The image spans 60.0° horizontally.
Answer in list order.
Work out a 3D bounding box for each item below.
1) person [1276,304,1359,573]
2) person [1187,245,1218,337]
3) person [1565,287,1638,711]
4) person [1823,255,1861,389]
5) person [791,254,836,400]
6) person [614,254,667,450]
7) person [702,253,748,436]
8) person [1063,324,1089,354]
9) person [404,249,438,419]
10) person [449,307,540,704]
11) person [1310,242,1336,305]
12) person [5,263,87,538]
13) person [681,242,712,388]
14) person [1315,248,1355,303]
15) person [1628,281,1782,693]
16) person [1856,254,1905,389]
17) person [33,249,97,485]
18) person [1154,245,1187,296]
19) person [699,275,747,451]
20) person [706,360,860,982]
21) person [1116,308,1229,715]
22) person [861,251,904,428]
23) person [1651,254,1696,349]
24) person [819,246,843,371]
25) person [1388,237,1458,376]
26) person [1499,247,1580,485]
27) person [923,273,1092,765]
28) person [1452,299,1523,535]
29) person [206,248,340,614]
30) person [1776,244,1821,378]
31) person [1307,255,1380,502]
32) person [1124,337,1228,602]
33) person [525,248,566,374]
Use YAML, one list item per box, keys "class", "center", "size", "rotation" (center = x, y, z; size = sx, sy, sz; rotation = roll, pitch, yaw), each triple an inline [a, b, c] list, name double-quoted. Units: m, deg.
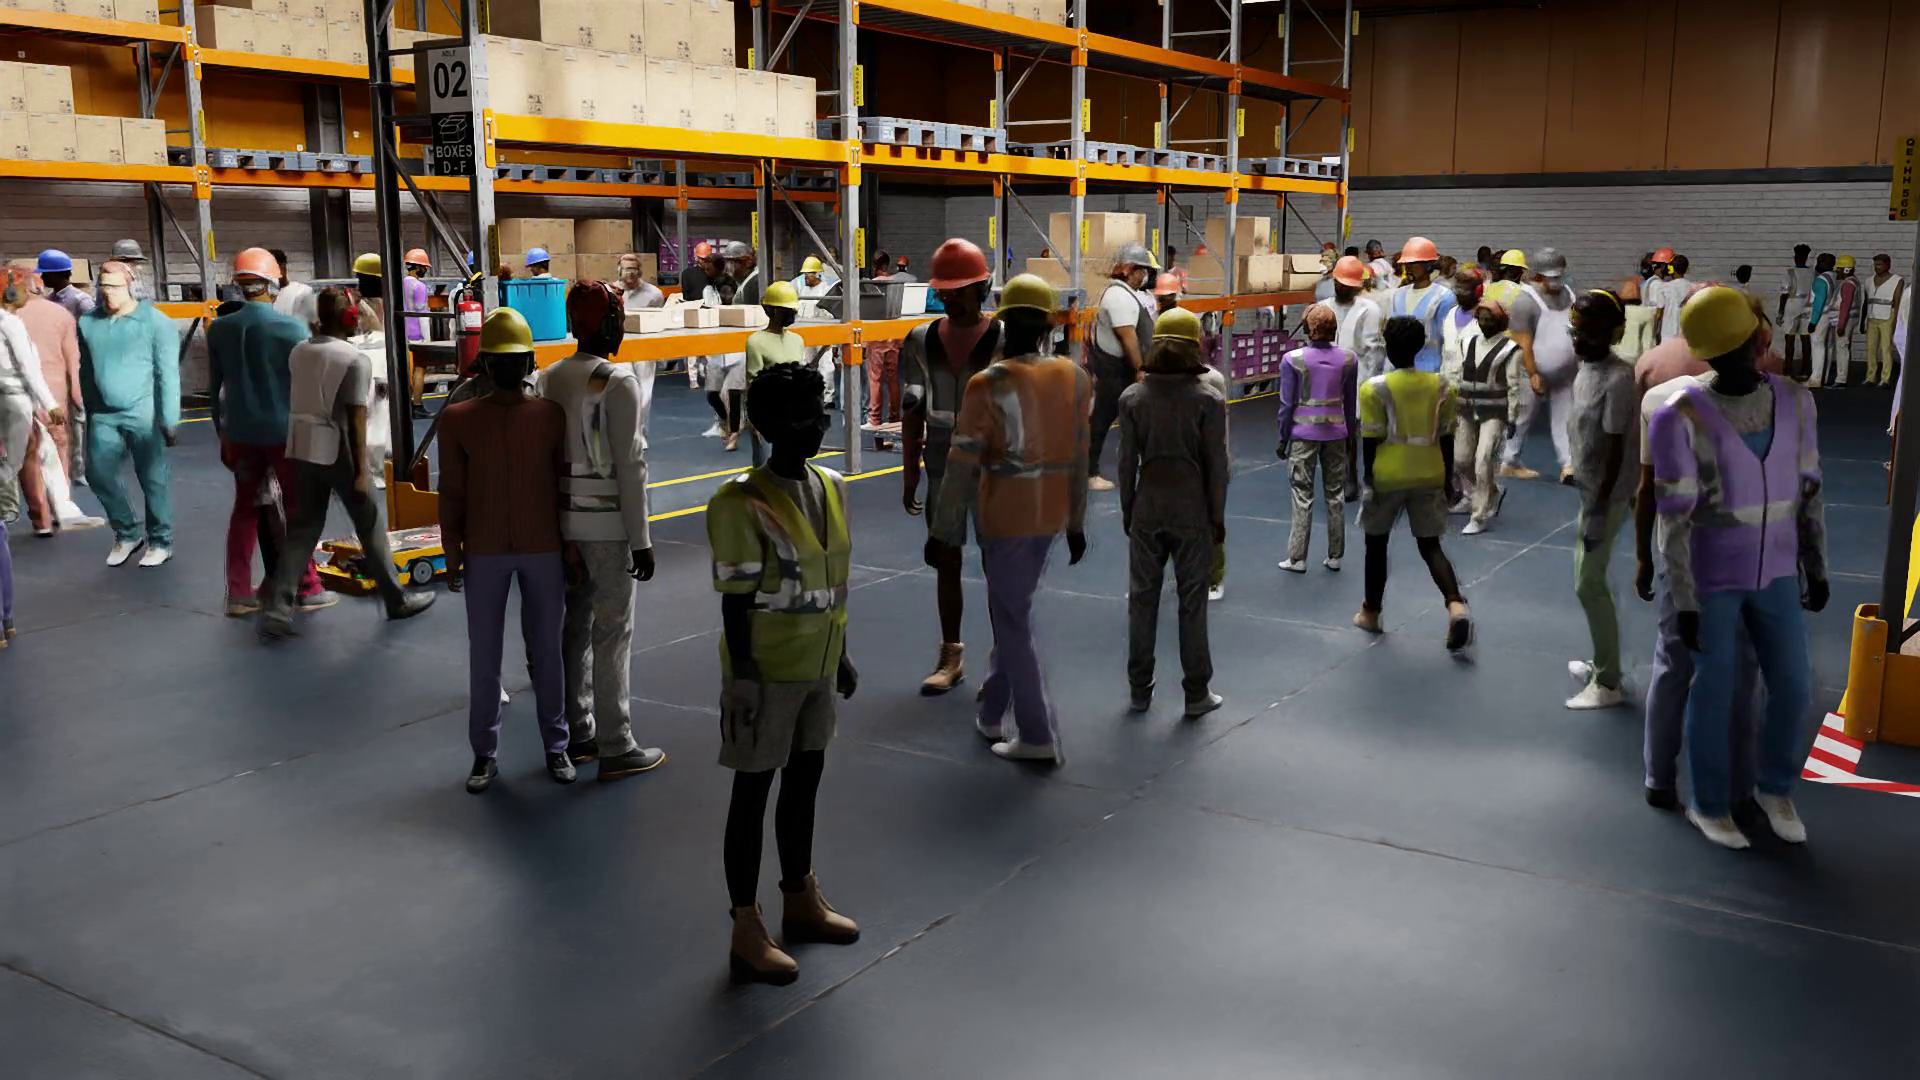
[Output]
- class: "person"
  center: [2.172, -0.609, 10.117]
  size: [0.513, 1.641, 0.307]
  rotation: [-2, 11, -13]
- class: "person"
  center: [3.692, -3.511, 25.358]
  size: [0.543, 1.943, 0.347]
  rotation: [-4, 11, -20]
- class: "person"
  center: [2.769, -0.178, 7.213]
  size: [0.450, 1.829, 0.670]
  rotation: [2, 10, 8]
- class: "person"
  center: [12.042, -2.968, 22.679]
  size: [0.403, 1.824, 0.593]
  rotation: [6, 12, 30]
- class: "person"
  center: [-1.836, -2.681, 21.040]
  size: [0.621, 1.845, 0.429]
  rotation: [0, 10, 3]
- class: "person"
  center: [-3.117, -1.774, 15.900]
  size: [0.659, 1.888, 0.646]
  rotation: [-2, 10, -13]
- class: "person"
  center: [-2.422, -2.029, 17.284]
  size: [0.613, 1.897, 0.623]
  rotation: [-8, 13, -39]
- class: "person"
  center: [2.083, -4.308, 29.518]
  size: [0.616, 2.039, 0.396]
  rotation: [-4, 11, -21]
- class: "person"
  center: [-6.139, -2.322, 18.840]
  size: [0.550, 1.923, 0.390]
  rotation: [9, 14, 42]
- class: "person"
  center: [-1.964, -0.147, 7.295]
  size: [0.485, 1.737, 0.322]
  rotation: [-8, 13, -36]
- class: "person"
  center: [6.208, -4.059, 28.289]
  size: [0.610, 1.985, 0.411]
  rotation: [-4, 11, -19]
- class: "person"
  center: [-6.432, -0.970, 11.494]
  size: [0.675, 1.860, 0.795]
  rotation: [-8, 13, -36]
- class: "person"
  center: [-3.518, -3.073, 22.808]
  size: [0.608, 1.988, 0.387]
  rotation: [-6, 12, -29]
- class: "person"
  center: [3.946, -2.135, 17.744]
  size: [0.367, 1.939, 0.635]
  rotation: [-4, 11, -20]
- class: "person"
  center: [3.403, -0.258, 7.656]
  size: [0.653, 1.828, 1.032]
  rotation: [5, 11, 25]
- class: "person"
  center: [12.621, -2.989, 22.787]
  size: [0.396, 1.832, 0.571]
  rotation: [-4, 11, -23]
- class: "person"
  center: [-7.370, -1.420, 13.768]
  size: [0.608, 1.941, 0.405]
  rotation: [5, 11, 25]
- class: "person"
  center: [3.213, -3.594, 25.823]
  size: [0.626, 1.933, 0.687]
  rotation: [9, 13, 40]
- class: "person"
  center: [-2.243, -1.716, 16.093]
  size: [0.546, 1.683, 0.554]
  rotation: [0, 10, 2]
- class: "person"
  center: [-0.480, 0.350, 4.642]
  size: [0.321, 1.697, 0.530]
  rotation: [7, 12, 33]
- class: "person"
  center: [0.917, -0.120, 7.140]
  size: [0.484, 1.736, 0.311]
  rotation: [5, 11, 24]
- class: "person"
  center: [-0.817, -2.117, 17.738]
  size: [0.597, 1.909, 0.405]
  rotation: [-9, 14, -42]
- class: "person"
  center: [8.159, -2.317, 18.978]
  size: [0.512, 1.861, 0.326]
  rotation: [1, 10, 3]
- class: "person"
  center: [-2.004, -3.592, 25.833]
  size: [0.629, 1.936, 0.373]
  rotation: [-3, 11, -18]
- class: "person"
  center: [3.461, -1.263, 12.621]
  size: [0.396, 2.042, 0.610]
  rotation: [-6, 12, -31]
- class: "person"
  center: [4.861, -1.478, 13.818]
  size: [0.718, 2.000, 0.861]
  rotation: [-3, 11, -17]
- class: "person"
  center: [0.204, -0.082, 6.497]
  size: [0.643, 1.887, 0.628]
  rotation: [-9, 13, -40]
- class: "person"
  center: [3.685, -0.867, 11.603]
  size: [0.619, 1.619, 0.530]
  rotation: [-8, 13, -36]
- class: "person"
  center: [-3.743, -0.568, 8.991]
  size: [0.653, 1.983, 0.541]
  rotation: [2, 10, 11]
- class: "person"
  center: [12.294, -3.352, 24.410]
  size: [0.608, 1.966, 0.370]
  rotation: [-1, 10, -3]
- class: "person"
  center: [2.910, -1.216, 12.751]
  size: [0.569, 1.901, 0.432]
  rotation: [7, 12, 34]
- class: "person"
  center: [1.202, -0.414, 9.192]
  size: [0.554, 1.584, 0.837]
  rotation: [7, 12, 33]
- class: "person"
  center: [-4.526, -2.212, 18.168]
  size: [0.415, 1.938, 0.608]
  rotation: [3, 11, 17]
